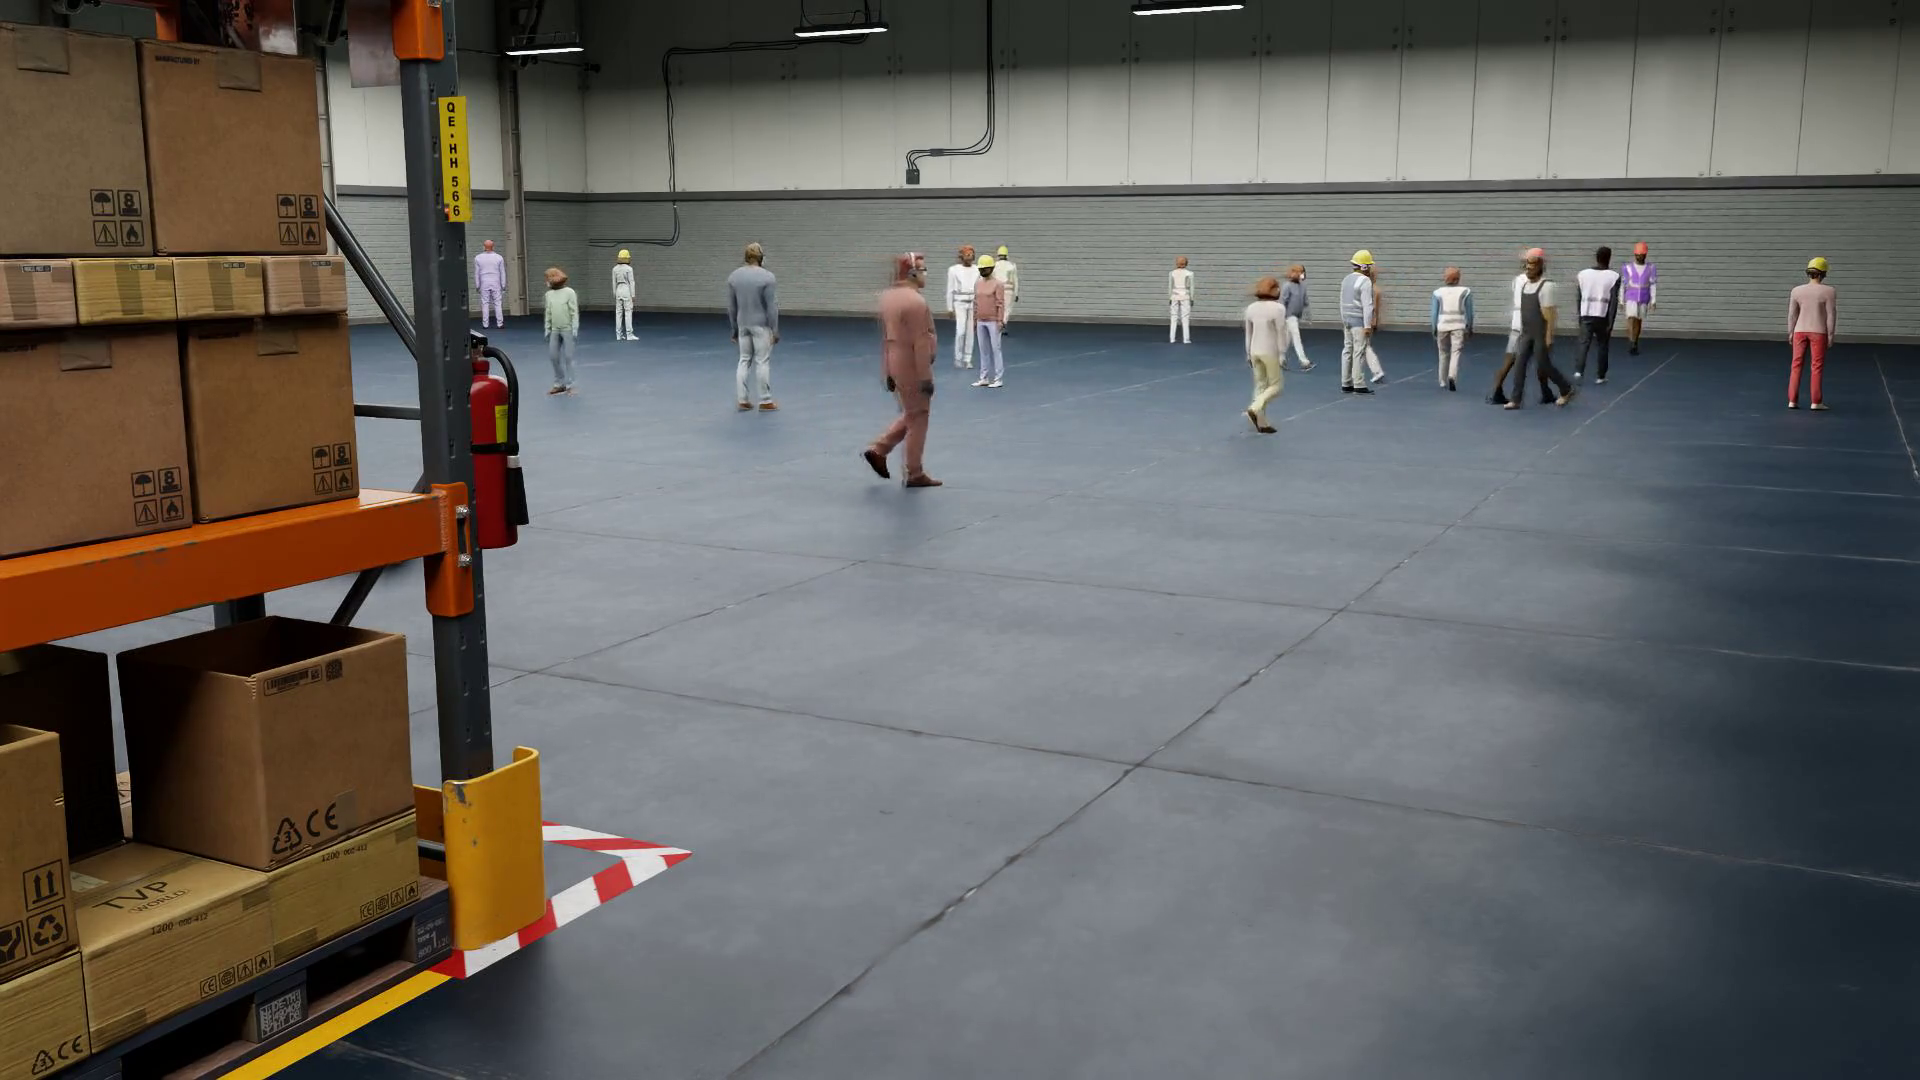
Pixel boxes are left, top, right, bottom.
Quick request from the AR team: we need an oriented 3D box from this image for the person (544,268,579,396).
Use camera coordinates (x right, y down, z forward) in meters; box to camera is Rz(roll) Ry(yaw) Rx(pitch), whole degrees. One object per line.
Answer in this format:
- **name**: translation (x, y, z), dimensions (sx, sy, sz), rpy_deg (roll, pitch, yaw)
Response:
- **person**: translation (-5.015, -2.621, 21.035), dimensions (0.542, 1.607, 0.351), rpy_deg (5, 12, 27)

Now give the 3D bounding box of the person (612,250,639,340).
- **person**: translation (-6.503, -4.757, 32.293), dimensions (0.494, 1.743, 0.305), rpy_deg (5, 12, 26)

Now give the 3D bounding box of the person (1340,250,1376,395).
- **person**: translation (5.081, -2.768, 21.201), dimensions (0.404, 1.834, 0.591), rpy_deg (-3, 11, -18)

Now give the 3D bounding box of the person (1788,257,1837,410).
- **person**: translation (9.891, -2.388, 19.315), dimensions (0.318, 1.769, 0.522), rpy_deg (-9, 14, -40)

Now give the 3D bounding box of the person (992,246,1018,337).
- **person**: translation (0.853, -4.934, 33.056), dimensions (0.602, 1.817, 0.672), rpy_deg (4, 11, 20)

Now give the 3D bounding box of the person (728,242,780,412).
- **person**: translation (-2.358, -2.433, 19.094), dimensions (0.635, 1.936, 0.355), rpy_deg (5, 12, 26)

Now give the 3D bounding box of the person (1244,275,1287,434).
- **person**: translation (3.066, -1.861, 16.816), dimensions (0.458, 1.619, 0.520), rpy_deg (-7, 13, -35)

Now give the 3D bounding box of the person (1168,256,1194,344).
- **person**: translation (4.136, -4.486, 31.143), dimensions (0.508, 1.631, 0.314), rpy_deg (5, 12, 27)

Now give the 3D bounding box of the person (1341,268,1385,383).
- **person**: translation (5.611, -2.977, 22.976), dimensions (0.520, 1.605, 0.827), rpy_deg (-8, 13, -37)

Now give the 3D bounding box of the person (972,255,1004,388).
- **person**: translation (0.363, -2.913, 22.205), dimensions (0.526, 1.761, 0.333), rpy_deg (9, 14, 41)

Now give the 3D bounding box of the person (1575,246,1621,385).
- **person**: translation (8.645, -3.046, 22.618), dimensions (0.587, 1.882, 0.980), rpy_deg (7, 13, 35)

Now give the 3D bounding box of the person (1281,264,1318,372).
- **person**: translation (5.029, -3.290, 24.719), dimensions (0.519, 1.584, 0.877), rpy_deg (-10, 14, -43)

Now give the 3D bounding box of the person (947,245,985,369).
- **person**: translation (0.119, -3.519, 25.198), dimensions (0.576, 1.867, 0.501), rpy_deg (-3, 11, -16)

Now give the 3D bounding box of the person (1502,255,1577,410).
- **person**: translation (6.761, -2.411, 19.361), dimensions (0.846, 1.808, 0.559), rpy_deg (-4, 11, -23)

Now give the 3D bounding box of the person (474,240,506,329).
- **person**: translation (-10.178, -5.518, 36.027), dimensions (0.683, 1.905, 0.398), rpy_deg (-2, 11, -10)

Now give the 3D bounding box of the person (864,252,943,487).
- **person**: translation (-0.426, -1.352, 13.327), dimensions (0.514, 1.891, 0.648), rpy_deg (-4, 11, -19)

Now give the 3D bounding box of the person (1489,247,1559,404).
- **person**: translation (6.792, -2.561, 19.965), dimensions (0.939, 1.882, 0.541), rpy_deg (-6, 12, -31)

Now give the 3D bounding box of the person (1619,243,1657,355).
- **person**: translation (11.550, -4.097, 28.317), dimensions (0.562, 1.889, 0.986), rpy_deg (2, 11, 13)

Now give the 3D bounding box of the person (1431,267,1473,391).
- **person**: translation (6.443, -2.772, 21.836), dimensions (0.519, 1.608, 0.762), rpy_deg (5, 11, 23)
